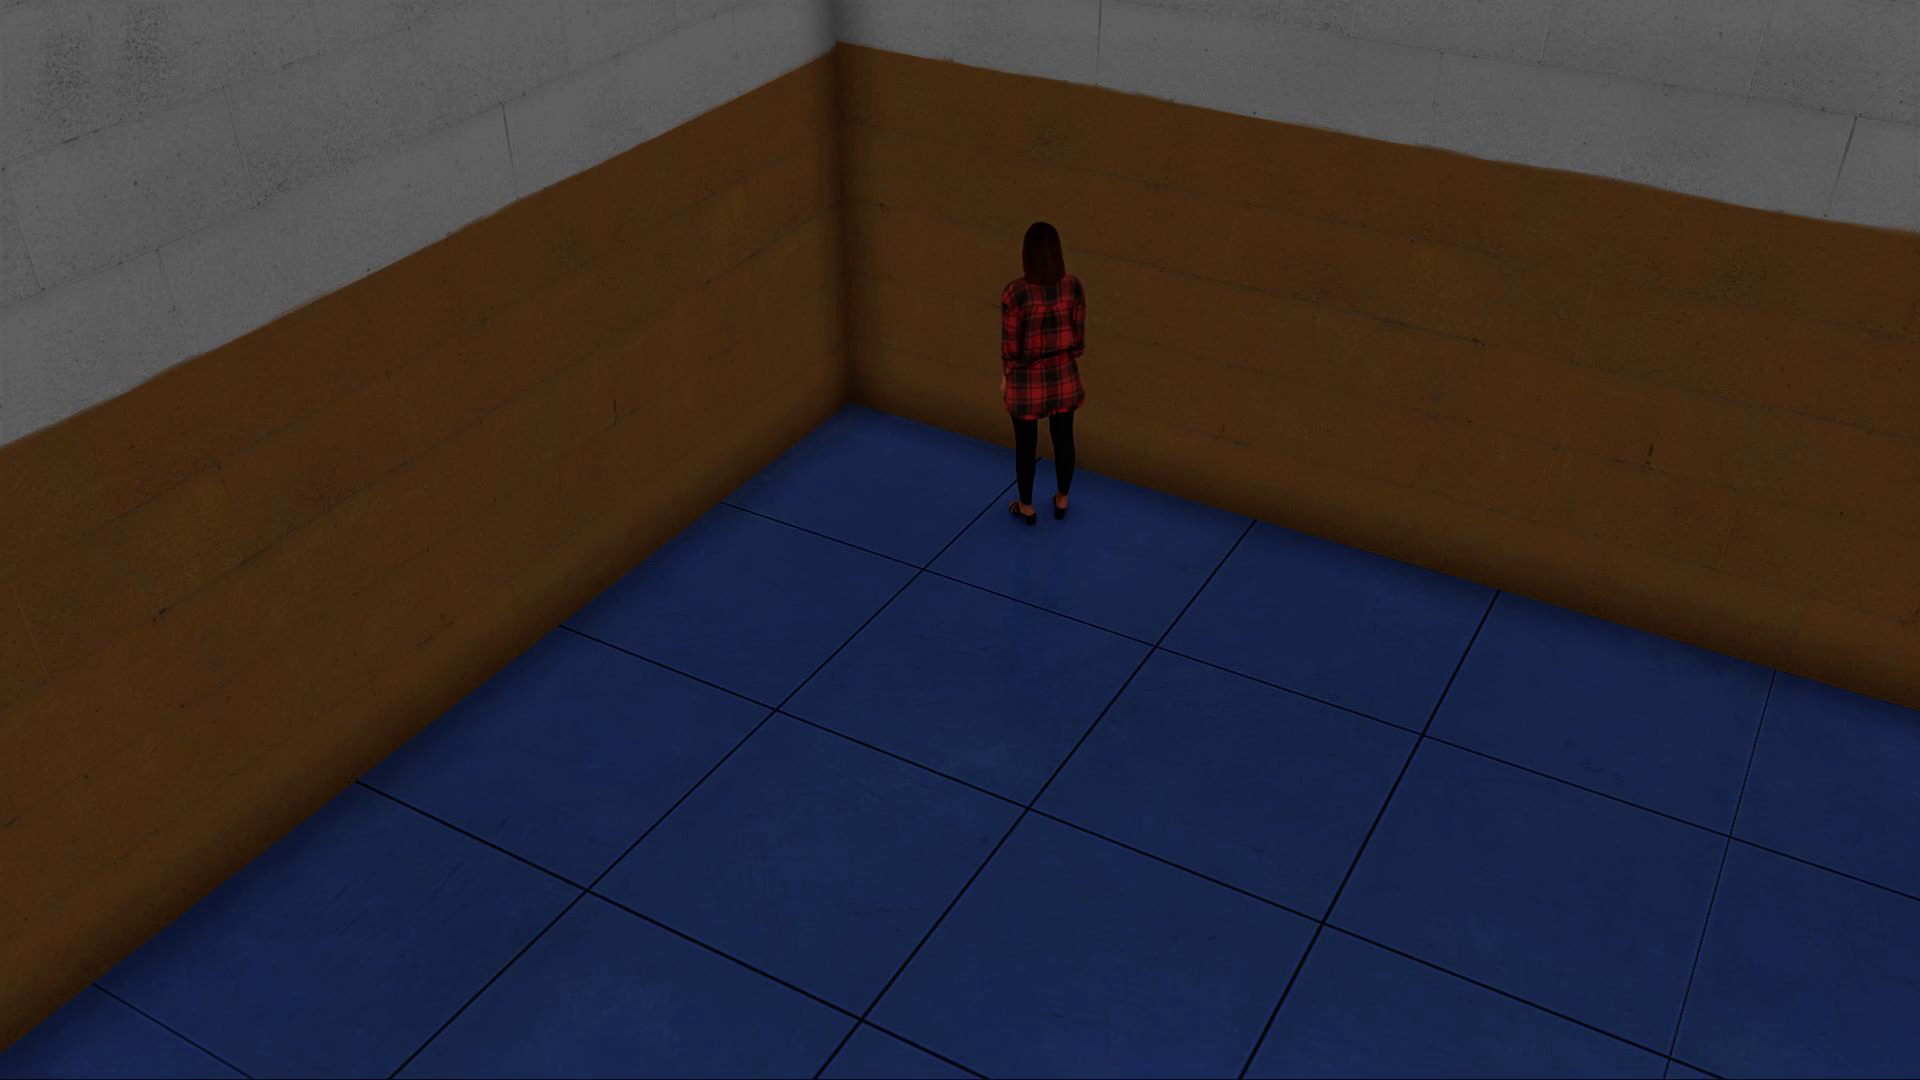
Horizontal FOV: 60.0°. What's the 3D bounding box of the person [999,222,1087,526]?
[{"bbox_3d":[0.431,-0.849,8.696,0.697,1.701,0.753,-7,34,-11],"label":"person"}]
